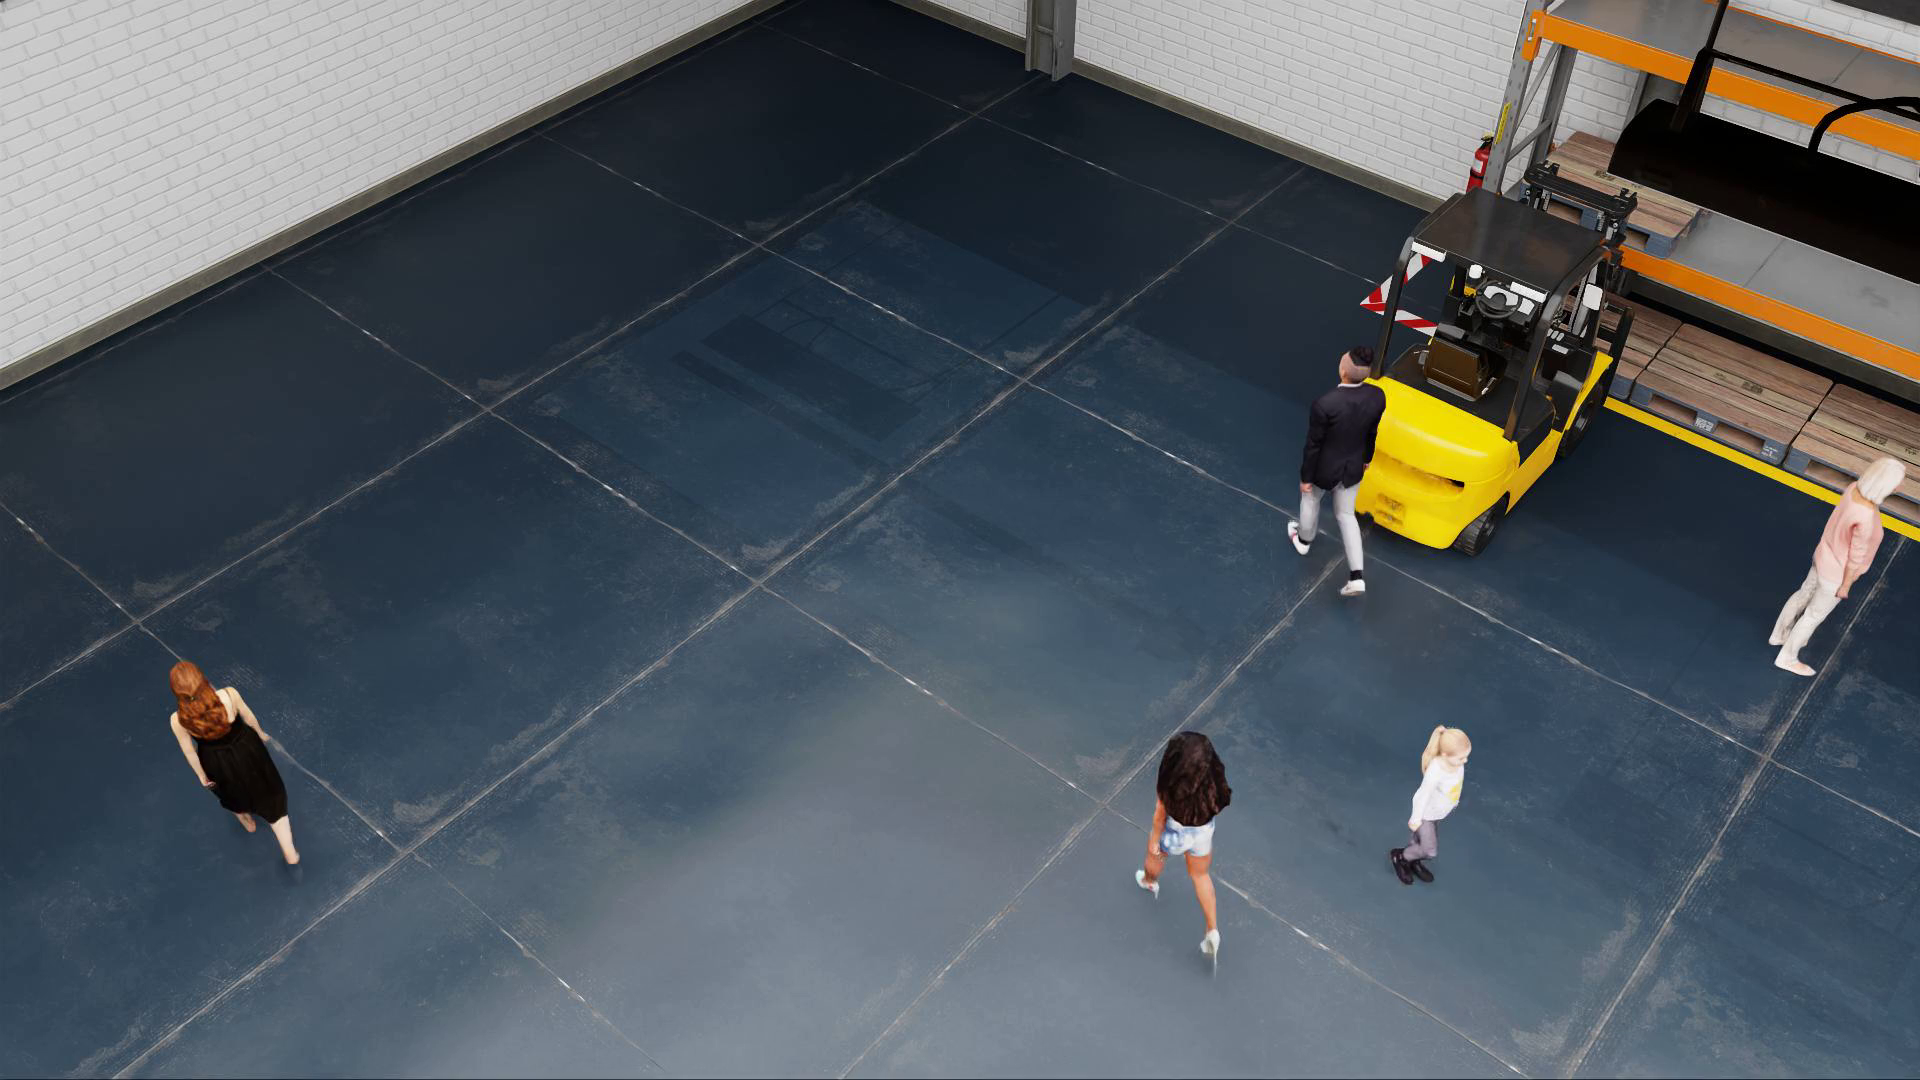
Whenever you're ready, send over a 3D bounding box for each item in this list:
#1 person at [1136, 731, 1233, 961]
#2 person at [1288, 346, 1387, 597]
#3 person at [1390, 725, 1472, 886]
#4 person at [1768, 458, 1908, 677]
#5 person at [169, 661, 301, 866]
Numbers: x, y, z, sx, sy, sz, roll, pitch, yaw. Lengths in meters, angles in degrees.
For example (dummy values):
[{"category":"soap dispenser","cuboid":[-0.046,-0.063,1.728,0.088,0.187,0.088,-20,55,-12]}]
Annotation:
[{"category":"person","cuboid":[1.260,1.661,9.076,0.868,1.598,1.072,-14,45,-14]},{"category":"person","cuboid":[2.558,-0.449,11.053,1.137,1.926,1.299,-11,45,-11]},{"category":"person","cuboid":[2.642,1.489,9.492,0.519,1.273,0.523,-34,53,-30]},{"category":"person","cuboid":[5.574,0.139,10.582,0.685,1.724,0.682,7,44,7]},{"category":"person","cuboid":[-4.111,1.282,9.469,0.764,1.605,0.998,-23,48,-23]}]
